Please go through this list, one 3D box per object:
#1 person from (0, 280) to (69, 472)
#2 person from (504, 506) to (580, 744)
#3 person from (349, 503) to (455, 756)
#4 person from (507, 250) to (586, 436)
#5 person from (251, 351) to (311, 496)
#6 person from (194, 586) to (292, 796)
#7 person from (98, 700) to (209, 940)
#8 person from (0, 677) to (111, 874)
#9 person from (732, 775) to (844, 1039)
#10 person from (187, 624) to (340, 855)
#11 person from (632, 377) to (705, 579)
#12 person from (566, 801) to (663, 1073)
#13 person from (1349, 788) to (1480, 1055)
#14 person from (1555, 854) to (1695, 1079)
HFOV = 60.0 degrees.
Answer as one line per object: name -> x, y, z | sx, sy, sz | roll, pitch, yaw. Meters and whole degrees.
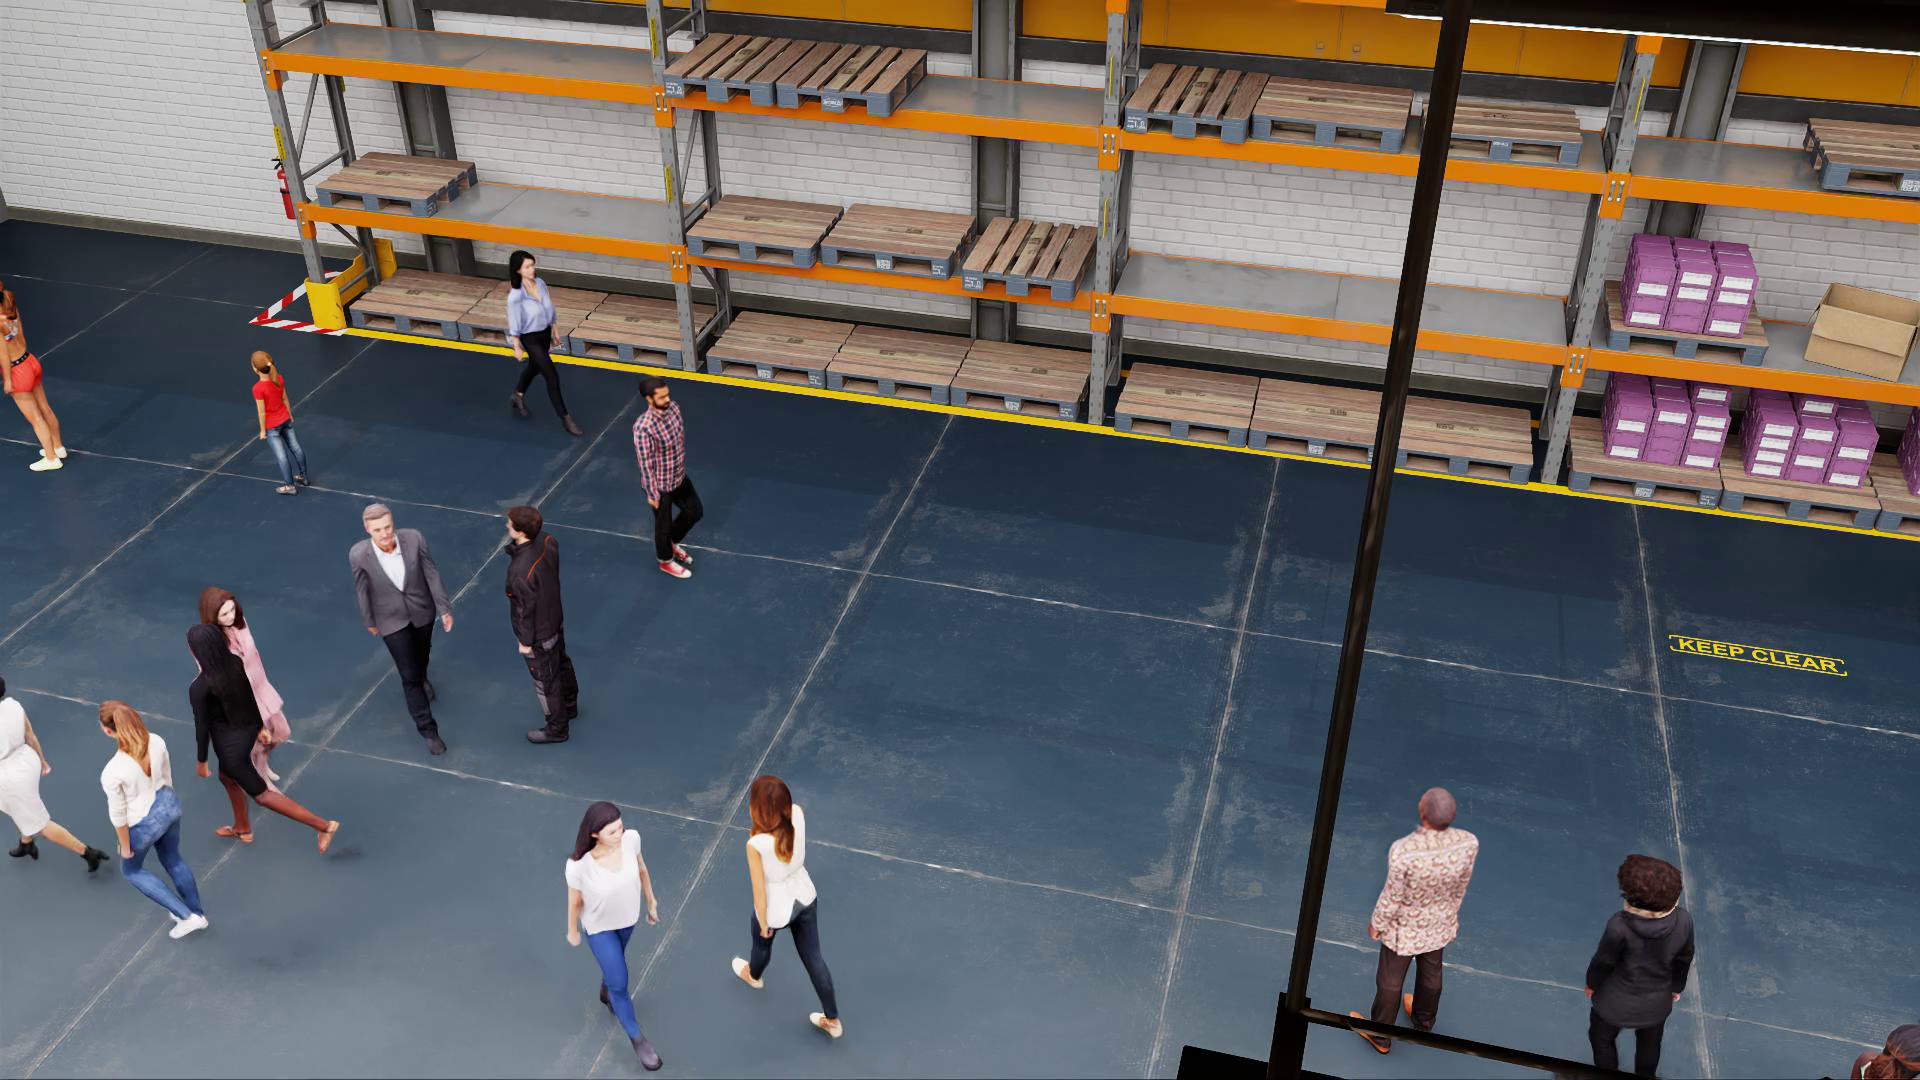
person -> -8.015, -1.431, 14.208 | 0.651, 1.791, 0.644 | -1, 34, -2
person -> -2.818, 0.551, 11.184 | 0.621, 1.837, 0.747 | 3, 34, 5
person -> -3.793, 0.482, 11.336 | 1.173, 1.784, 1.303 | -21, 39, -29
person -> -3.828, -1.766, 14.792 | 1.174, 1.702, 0.821 | 16, 37, 23
person -> -5.735, -0.990, 13.979 | 0.535, 1.310, 0.531 | 15, 37, 22
person -> -4.625, 0.996, 10.562 | 0.712, 1.785, 0.686 | 11, 35, 16
person -> -4.611, 1.656, 9.633 | 0.670, 1.714, 0.653 | 12, 35, 17
person -> -5.660, 1.463, 10.094 | 1.016, 1.525, 0.648 | 3, 34, 4
person -> -0.881, 2.023, 9.059 | 0.954, 1.738, 1.153 | -27, 42, -35
person -> -4.369, 1.272, 10.233 | 1.177, 1.689, 0.774 | 1, 34, 1
person -> -2.334, -0.505, 12.847 | 0.703, 1.754, 0.775 | 16, 37, 23
person -> -1.964, 2.041, 9.104 | 1.052, 1.657, 0.889 | 28, 42, 35
person -> 2.466, 2.051, 8.953 | 0.725, 1.808, 0.833 | -10, 35, -15
person -> 3.537, 2.327, 8.587 | 0.673, 1.754, 0.972 | 3, 34, 5
